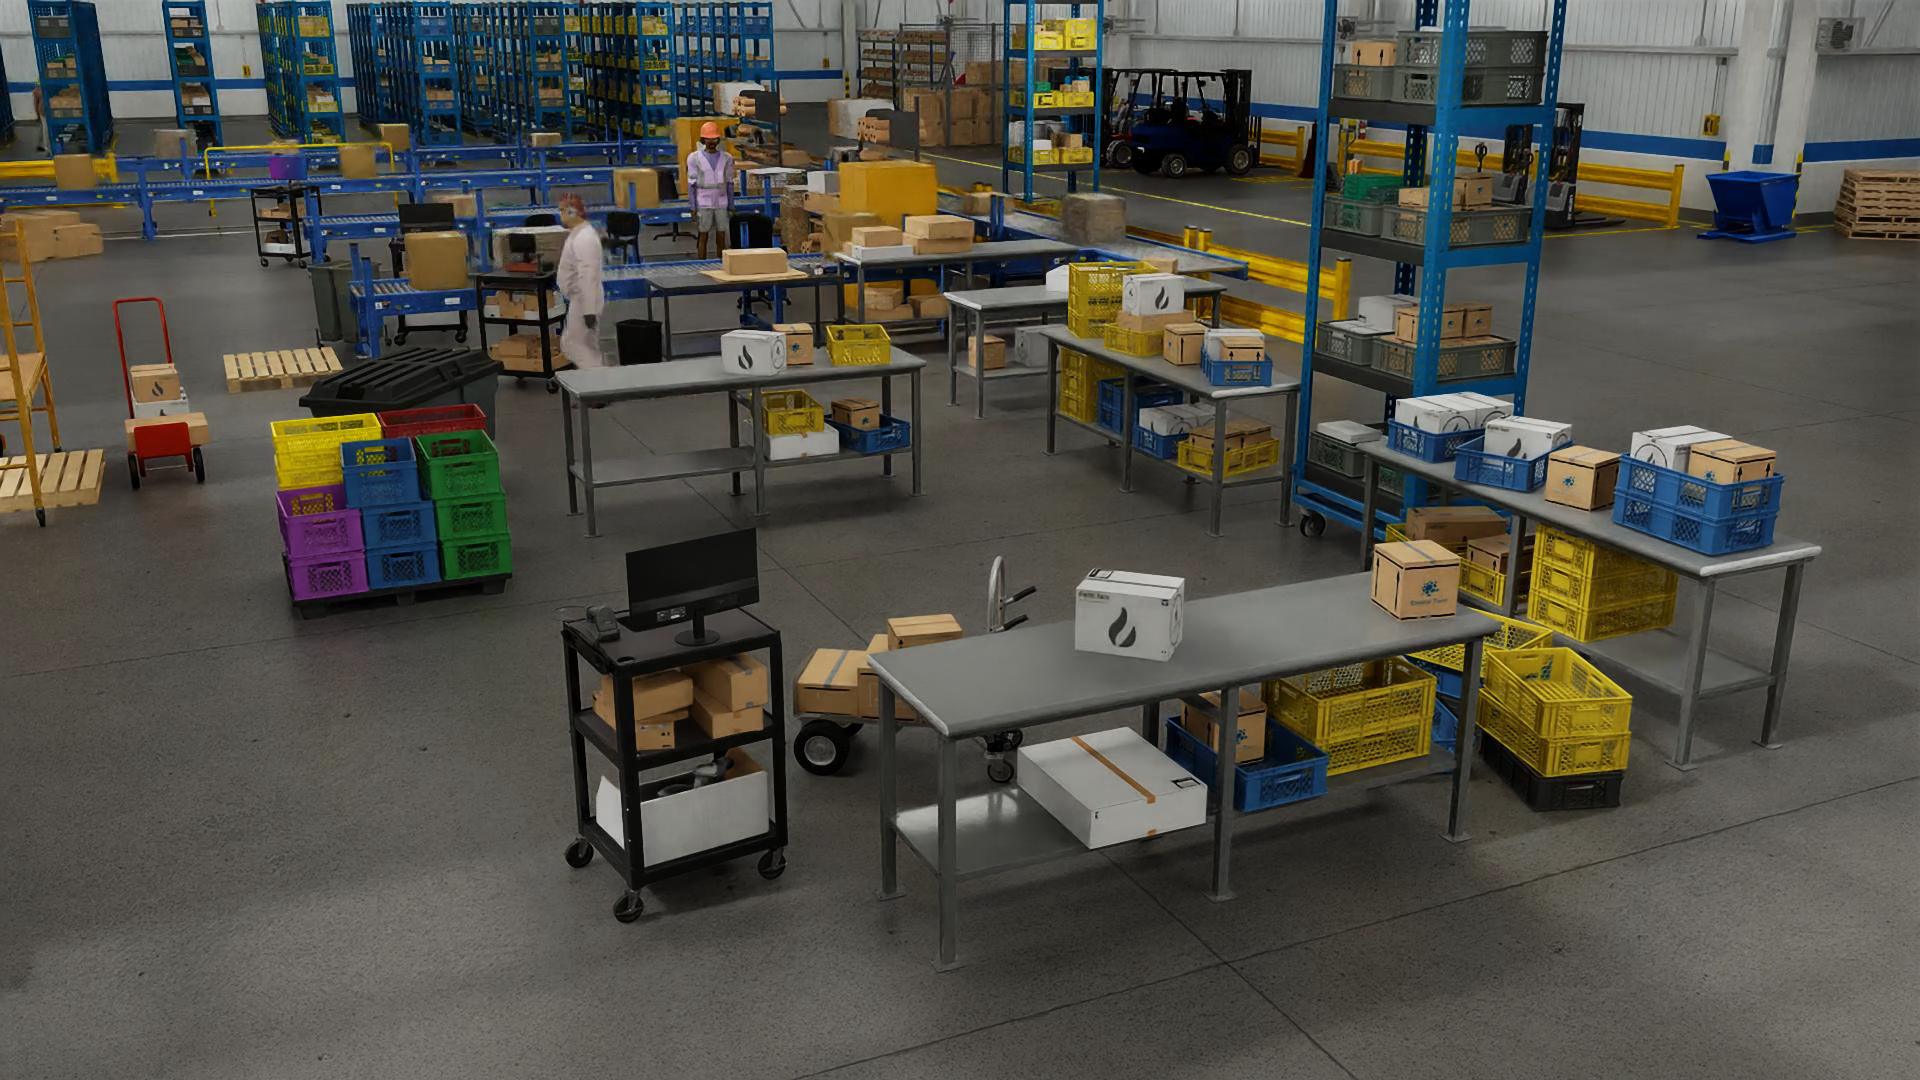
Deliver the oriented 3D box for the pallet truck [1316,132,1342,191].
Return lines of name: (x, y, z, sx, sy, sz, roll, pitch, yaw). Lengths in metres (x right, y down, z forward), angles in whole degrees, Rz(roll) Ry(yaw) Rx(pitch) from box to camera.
pallet truck: (7.723, -7.504, 32.656, 1.601, 1.201, 0.680, -8, 19, -23)

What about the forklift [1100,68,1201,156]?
forklift: (4.082, -9.564, 37.410, 2.680, 1.987, 1.157, -8, 19, -23)

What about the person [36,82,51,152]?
person: (-22.654, -10.571, 41.409, 0.948, 1.781, 0.617, -8, 19, -25)

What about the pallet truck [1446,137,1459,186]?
pallet truck: (9.184, -6.485, 29.328, 1.630, 1.274, 0.653, -8, 19, -23)

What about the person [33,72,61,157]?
person: (-21.886, -10.231, 40.001, 0.613, 1.995, 0.391, -10, 20, -28)

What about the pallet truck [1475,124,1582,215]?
pallet truck: (9.707, -6.455, 28.103, 1.885, 1.965, 0.823, -7, 19, -20)

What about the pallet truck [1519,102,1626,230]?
pallet truck: (9.972, -6.037, 26.785, 1.885, 1.965, 0.823, -9, 20, -25)

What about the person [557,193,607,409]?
person: (-3.290, -2.045, 14.410, 0.425, 1.884, 0.652, -3, 18, -10)

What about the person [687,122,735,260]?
person: (-3.135, -4.257, 21.104, 0.606, 2.044, 0.373, -8, 19, -24)

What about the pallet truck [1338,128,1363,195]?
pallet truck: (7.845, -7.140, 31.411, 1.522, 1.261, 0.704, -9, 20, -25)

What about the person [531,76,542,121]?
person: (-11.693, -12.068, 46.030, 0.389, 1.846, 0.566, -8, 19, -22)

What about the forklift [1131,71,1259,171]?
forklift: (4.998, -8.936, 35.413, 2.680, 1.987, 1.157, -9, 20, -25)
